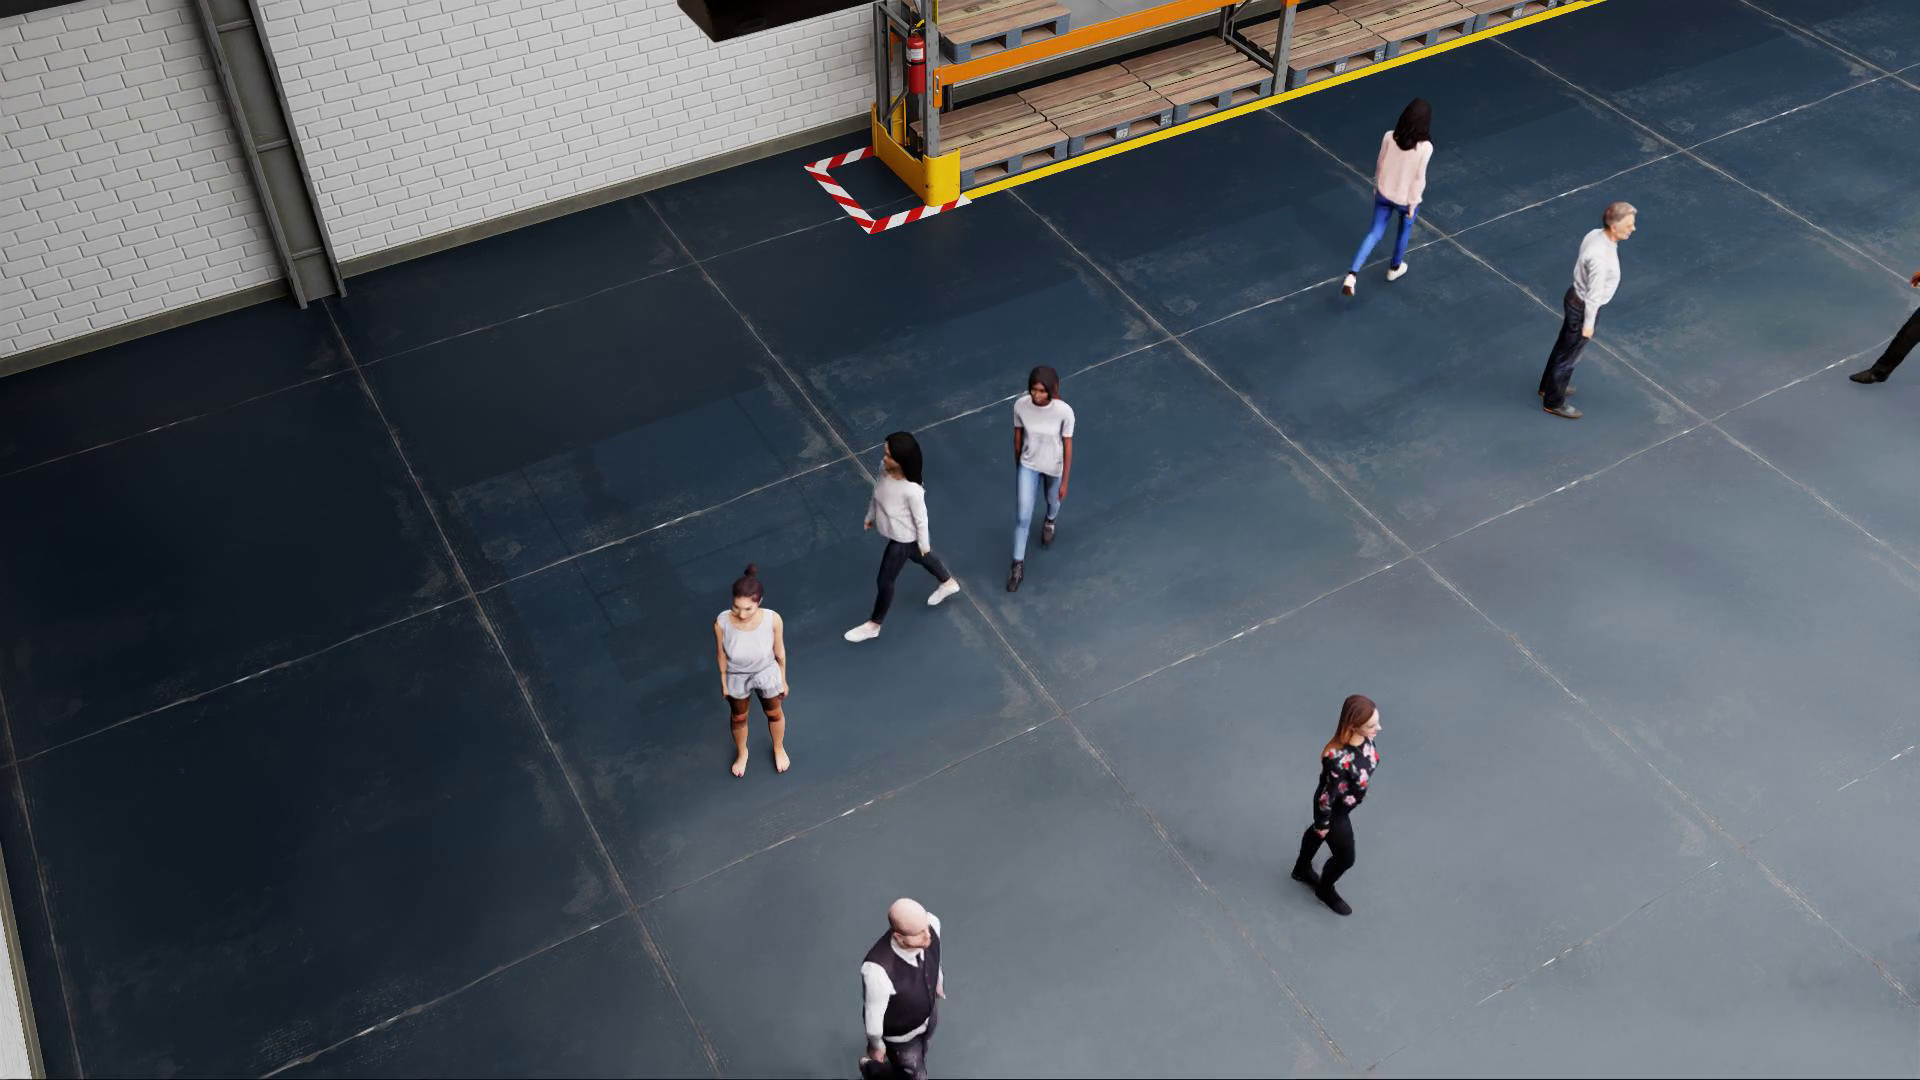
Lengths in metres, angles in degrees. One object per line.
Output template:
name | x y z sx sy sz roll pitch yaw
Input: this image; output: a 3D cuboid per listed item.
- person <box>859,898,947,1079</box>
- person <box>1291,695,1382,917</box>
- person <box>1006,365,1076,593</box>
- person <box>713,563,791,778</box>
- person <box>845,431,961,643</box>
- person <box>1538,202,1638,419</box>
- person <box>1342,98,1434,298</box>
person | -0.334 2.331 8.306 0.922 1.815 0.838 24 49 24
person | 2.042 1.433 9.352 0.794 1.672 0.722 22 48 22
person | 0.598 -0.529 11.407 1.073 1.678 1.114 9 44 10
person | -1.252 0.796 10.047 0.574 1.636 0.696 -4 44 -4
person | -0.300 -0.078 10.948 1.127 1.659 0.650 -20 47 -20
person | 4.735 -1.774 12.613 0.782 1.817 0.735 8 44 9
person | 3.545 -2.768 13.715 0.879 1.736 1.196 31 52 28
